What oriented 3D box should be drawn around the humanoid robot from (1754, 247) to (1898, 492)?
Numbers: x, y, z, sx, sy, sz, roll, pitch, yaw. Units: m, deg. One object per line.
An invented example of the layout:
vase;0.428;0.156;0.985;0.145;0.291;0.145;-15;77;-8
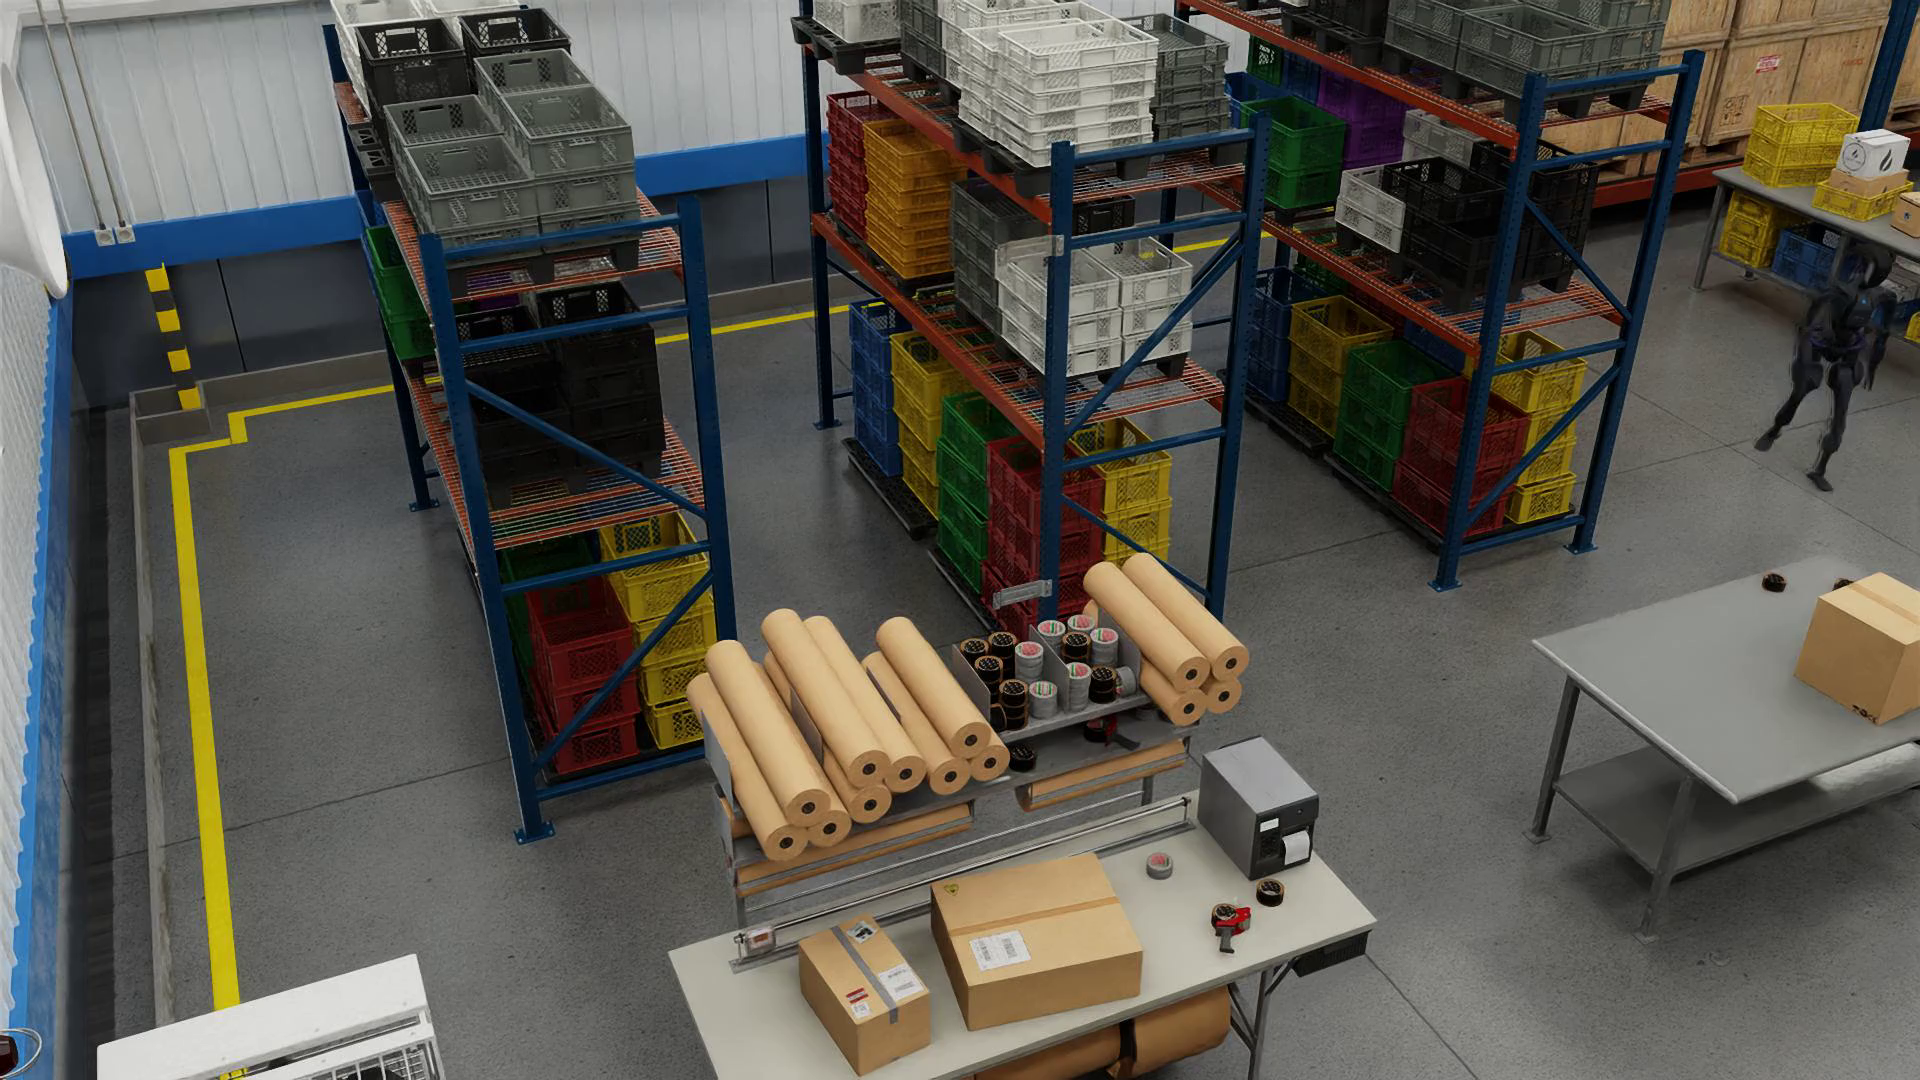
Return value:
humanoid robot;5.537;-1.162;10.566;0.598;1.614;0.773;6;32;9
